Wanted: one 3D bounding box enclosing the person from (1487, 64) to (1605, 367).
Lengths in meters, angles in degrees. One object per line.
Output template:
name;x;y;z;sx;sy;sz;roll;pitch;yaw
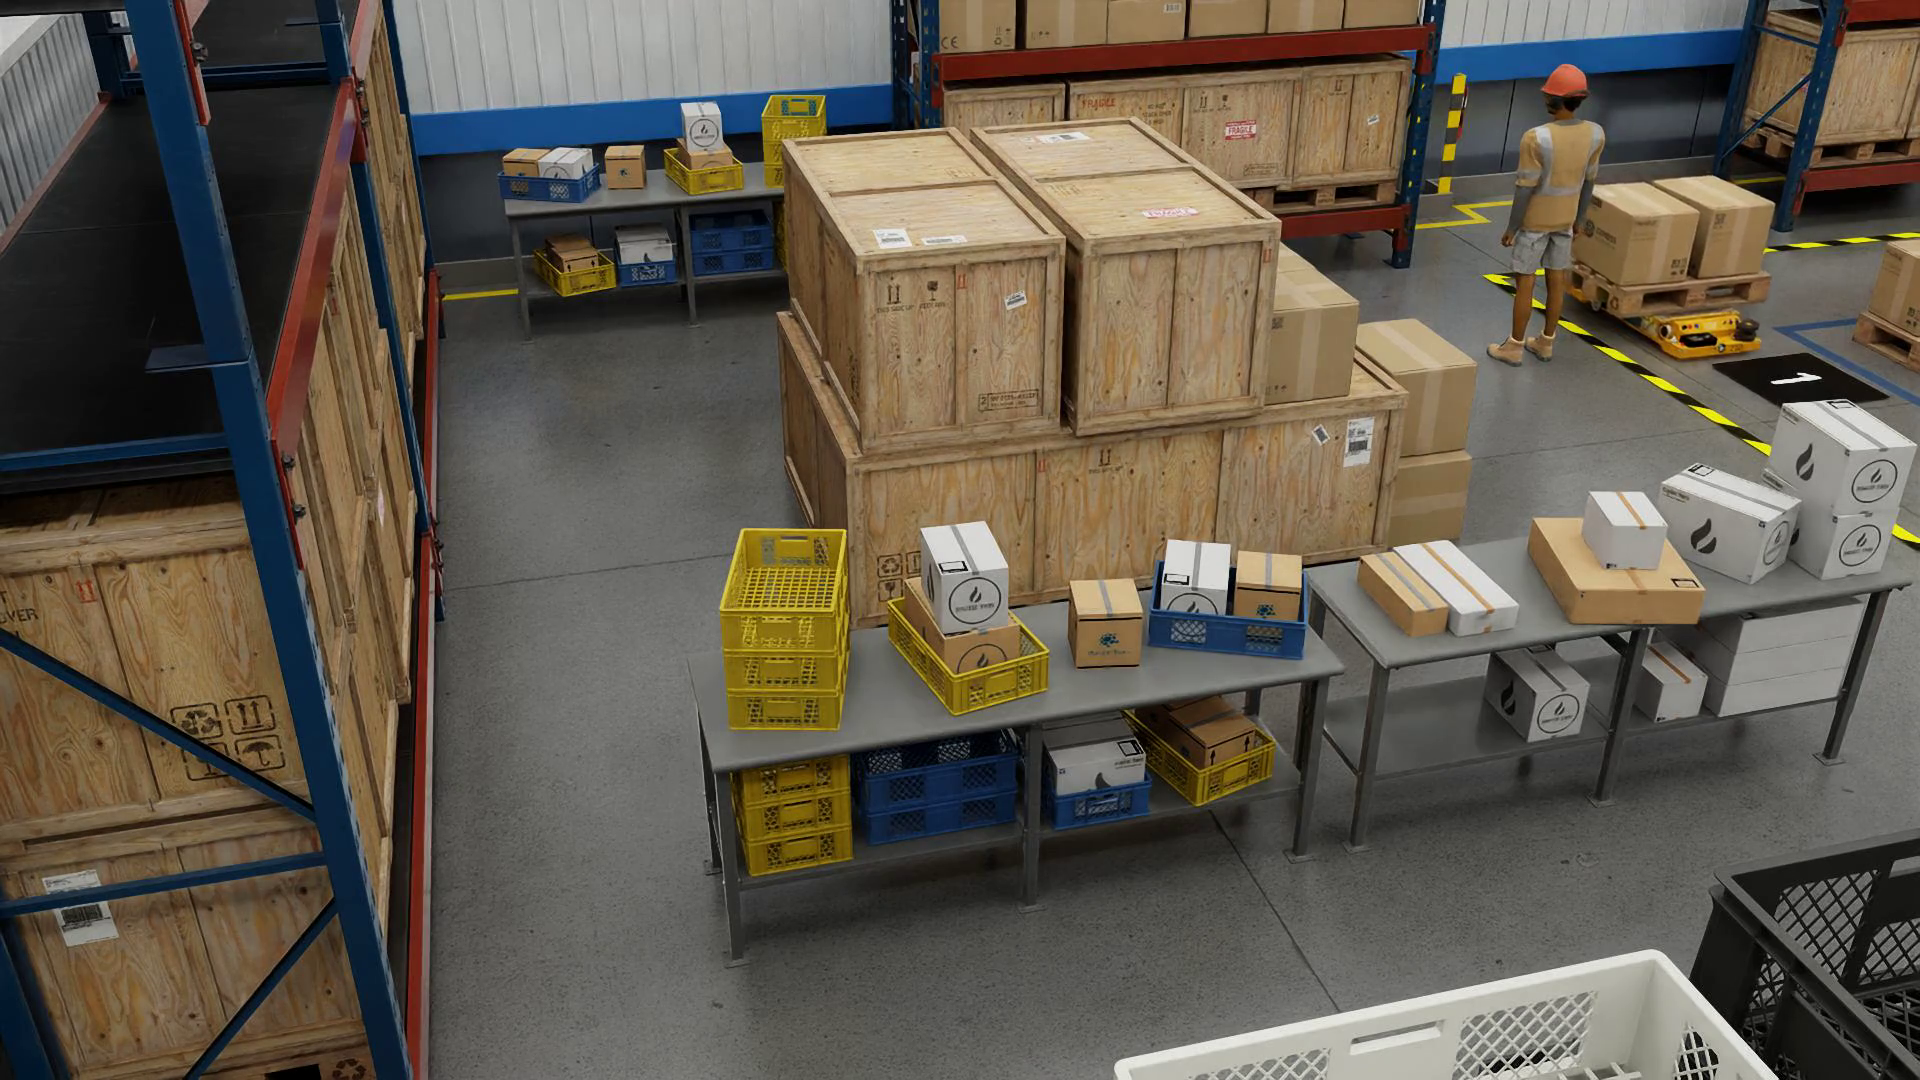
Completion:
person;3.940;-2.166;11.214;0.609;2.041;0.378;-9;30;-16

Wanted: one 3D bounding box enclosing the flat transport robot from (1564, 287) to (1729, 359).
flat transport robot;5.131;-1.707;12.186;0.652;0.197;1.431;-7;30;-13
